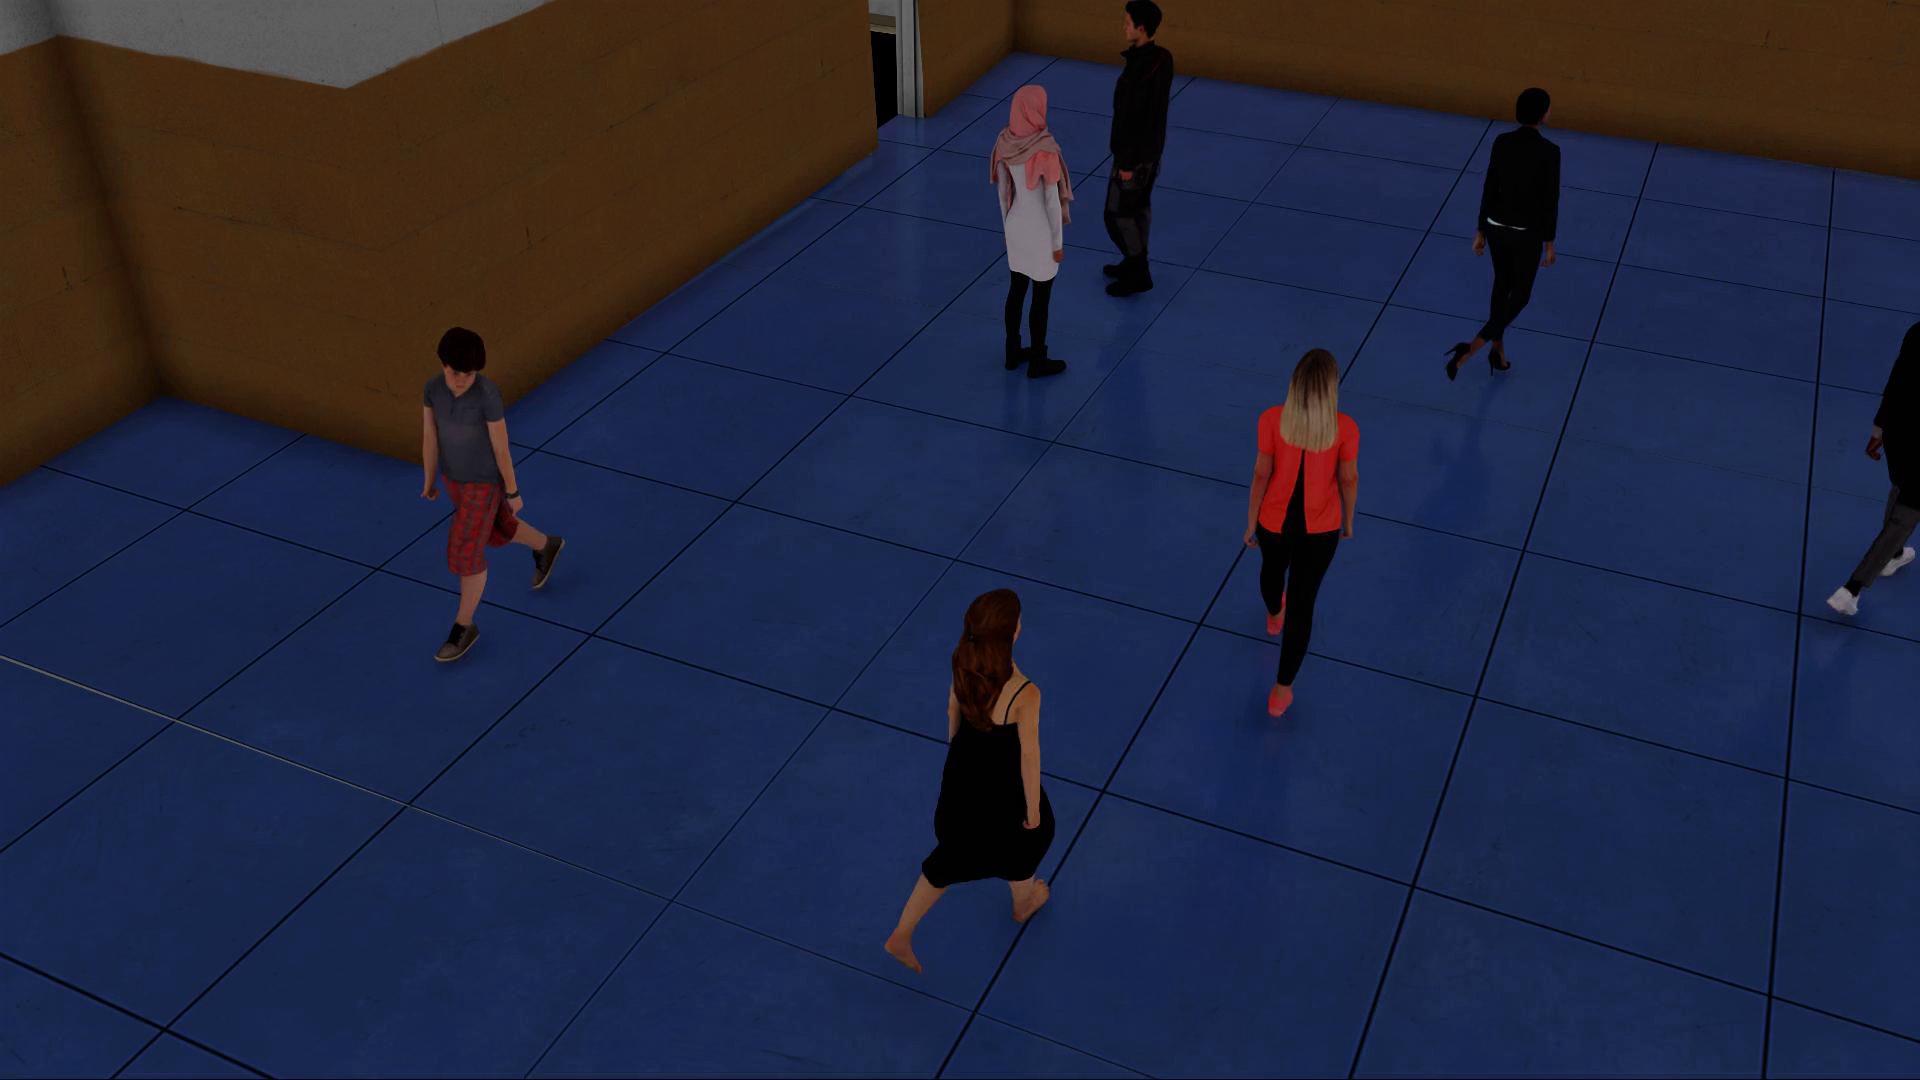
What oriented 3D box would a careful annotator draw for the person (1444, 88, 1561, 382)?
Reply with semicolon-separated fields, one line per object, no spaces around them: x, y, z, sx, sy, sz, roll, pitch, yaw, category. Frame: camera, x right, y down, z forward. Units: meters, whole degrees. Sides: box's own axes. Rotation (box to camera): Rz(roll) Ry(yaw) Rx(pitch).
3.184;-1.701;9.714;0.947;1.814;1.039;-26;41;-33;person

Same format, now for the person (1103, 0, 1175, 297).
1.205;-2.559;10.885;0.650;1.945;0.712;14;36;19;person

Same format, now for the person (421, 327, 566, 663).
-2.190;-0.296;7.773;1.094;1.611;0.725;18;38;25;person

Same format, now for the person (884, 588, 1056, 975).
0.037;0.913;5.982;1.033;1.595;0.845;26;42;34;person

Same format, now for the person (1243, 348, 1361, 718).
1.471;-0.002;7.310;1.137;1.647;0.787;10;35;14;person

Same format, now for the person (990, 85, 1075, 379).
0.425;-1.824;9.908;0.773;1.804;0.656;-28;43;-36;person

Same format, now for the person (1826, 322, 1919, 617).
4.502;-0.404;7.846;1.085;1.723;1.203;-22;40;-30;person
